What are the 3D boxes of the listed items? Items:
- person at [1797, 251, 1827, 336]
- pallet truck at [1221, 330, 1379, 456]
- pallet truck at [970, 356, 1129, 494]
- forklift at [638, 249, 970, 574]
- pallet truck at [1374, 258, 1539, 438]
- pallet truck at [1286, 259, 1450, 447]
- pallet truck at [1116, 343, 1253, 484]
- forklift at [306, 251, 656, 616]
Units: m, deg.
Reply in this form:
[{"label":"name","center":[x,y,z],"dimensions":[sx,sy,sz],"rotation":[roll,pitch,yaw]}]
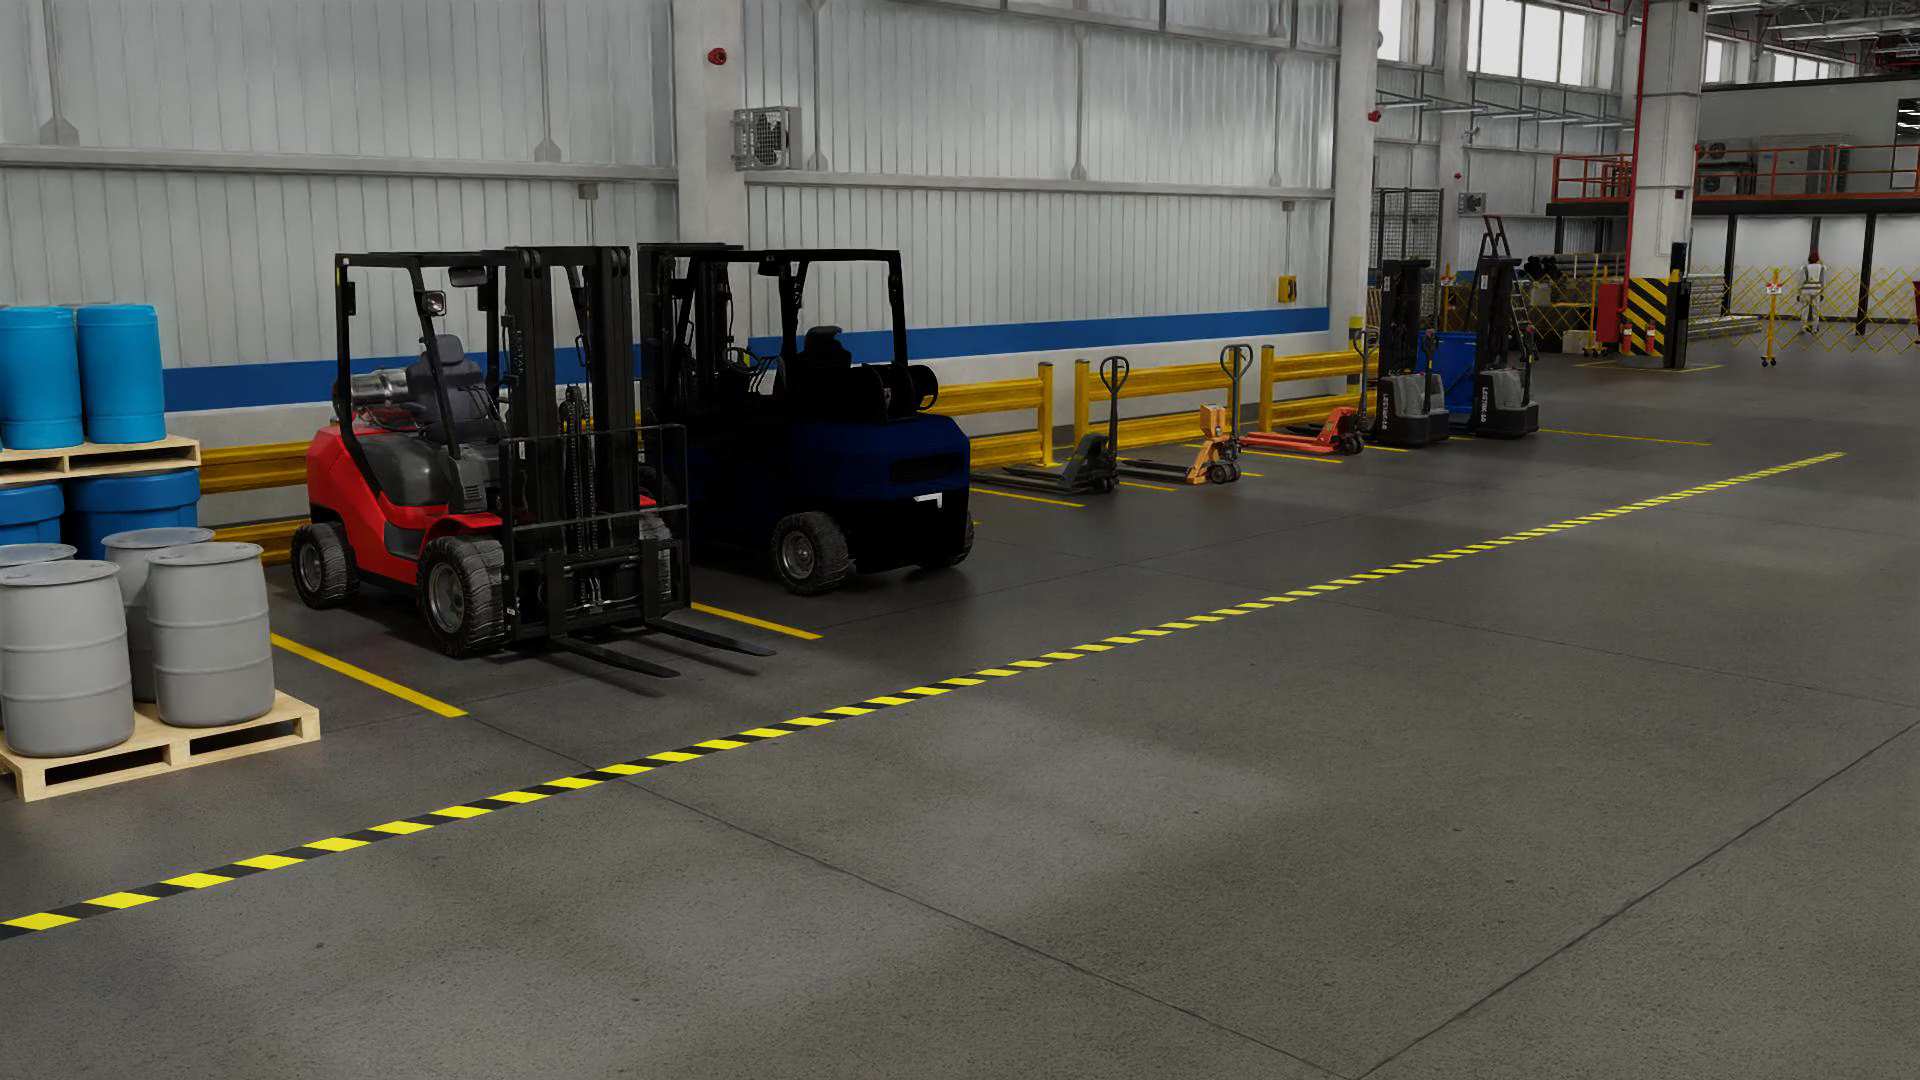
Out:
[{"label":"person","center":[19.073,-5.520,37.276],"dimensions":[0.574,1.883,0.356],"rotation":[2,11,9]},{"label":"pallet truck","center":[3.563,-1.581,17.381],"dimensions":[0.653,1.274,1.630],"rotation":[-10,14,-44]},{"label":"pallet truck","center":[0.784,-1.085,14.876],"dimensions":[0.680,1.201,1.601],"rotation":[-10,14,-44]},{"label":"forklift","center":[-1.173,-0.958,11.239],"dimensions":[2.680,1.987,1.157],"rotation":[10,14,43]},{"label":"pallet truck","center":[5.704,-2.208,18.901],"dimensions":[1.885,1.965,0.823],"rotation":[10,14,43]},{"label":"pallet truck","center":[4.493,-2.078,18.196],"dimensions":[0.823,1.965,1.885],"rotation":[-9,14,-40]},{"label":"pallet truck","center":[1.962,-1.215,15.415],"dimensions":[1.522,1.261,0.704],"rotation":[10,14,43]},{"label":"forklift","center":[-2.833,-0.669,9.694],"dimensions":[1.157,1.987,2.680],"rotation":[-10,14,-44]}]
